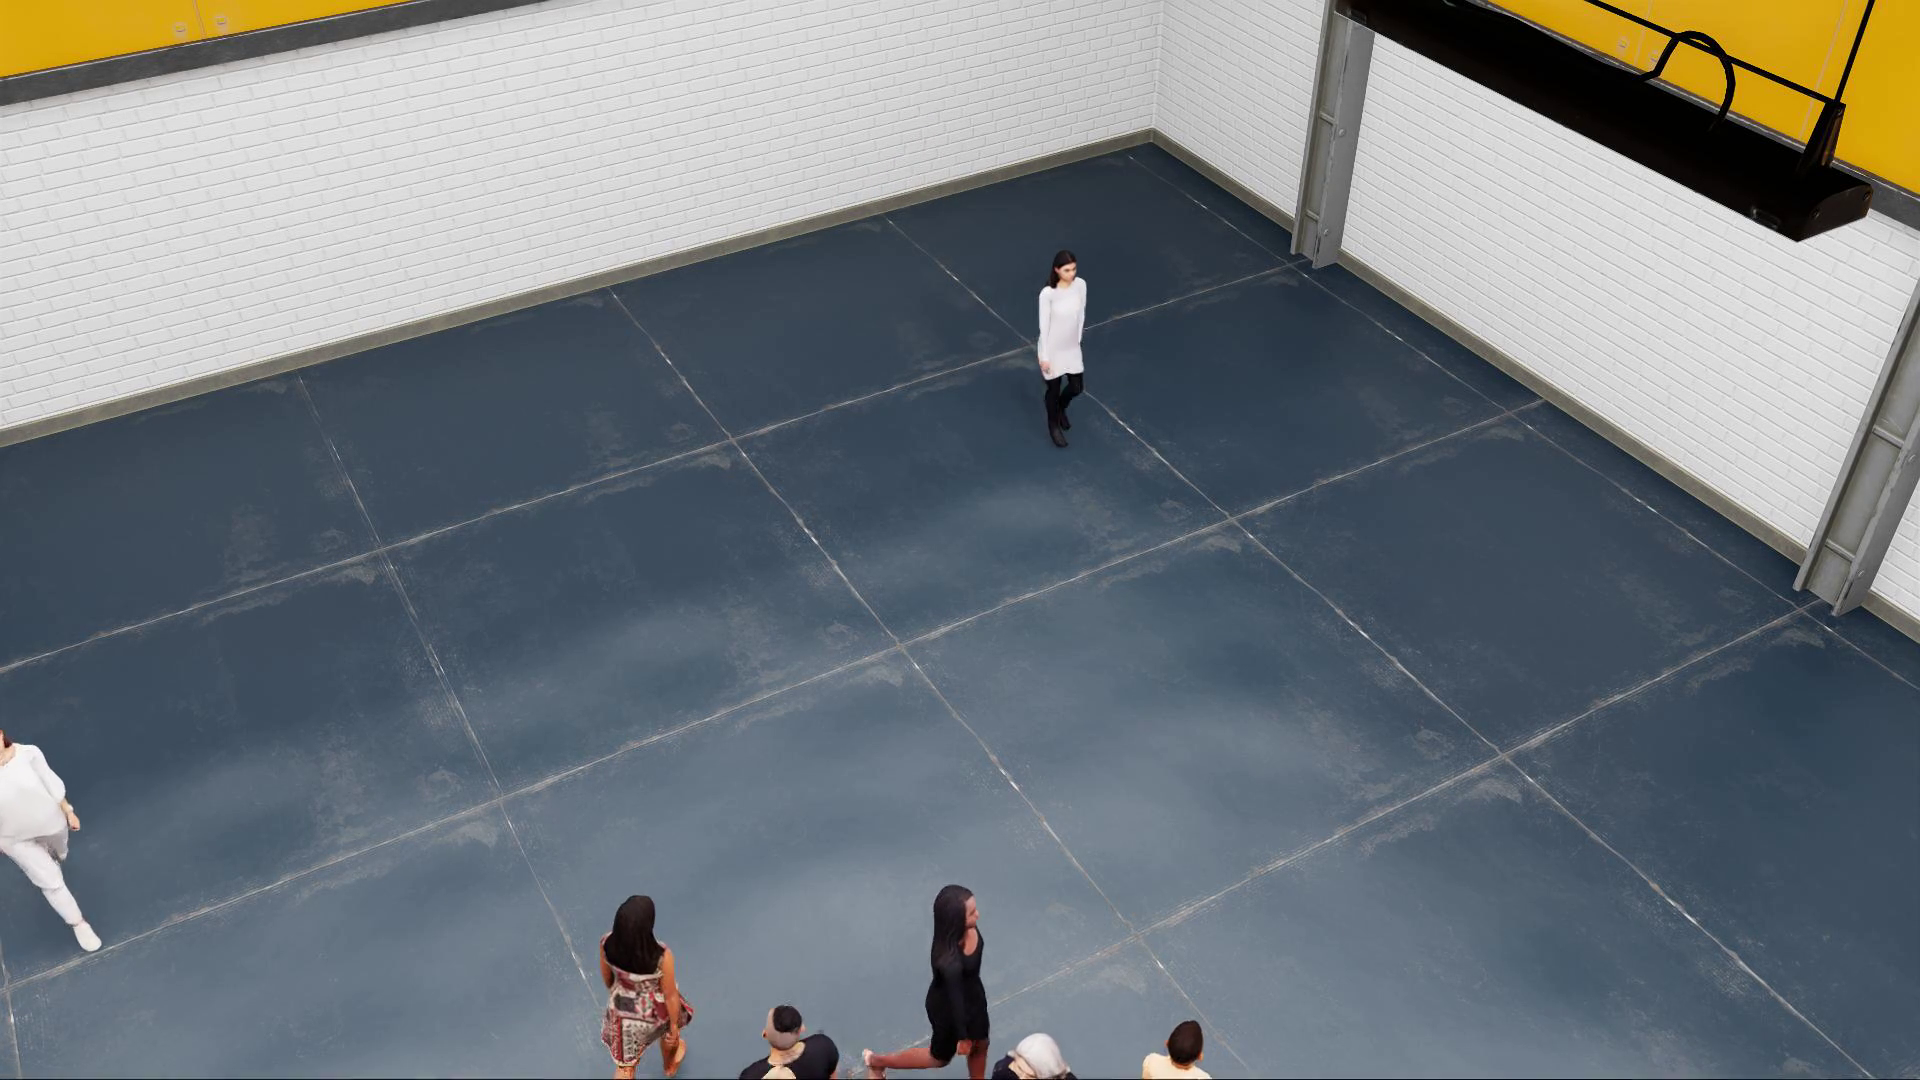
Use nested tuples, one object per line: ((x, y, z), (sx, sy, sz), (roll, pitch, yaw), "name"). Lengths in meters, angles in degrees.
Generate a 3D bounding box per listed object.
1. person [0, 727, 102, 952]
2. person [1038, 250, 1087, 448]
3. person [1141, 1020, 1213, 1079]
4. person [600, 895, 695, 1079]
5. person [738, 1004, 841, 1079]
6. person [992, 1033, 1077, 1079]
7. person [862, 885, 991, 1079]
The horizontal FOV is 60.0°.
((-5.440, 1.614, 9.688), (1.145, 1.657, 0.795), (32, 48, 33), "person")
((0.779, -1.599, 13.602), (0.631, 1.794, 0.661), (-17, 42, -20), "person")
((1.021, 2.913, 8.234), (0.889, 1.442, 0.946), (10, 40, 13), "person")
((-1.668, 2.496, 8.618), (1.047, 1.615, 1.162), (6, 39, 7), "person")
((-0.782, 2.818, 8.014), (0.721, 1.865, 0.608), (-26, 45, -29), "person")
((0.331, 2.911, 7.992), (0.696, 1.747, 0.755), (10, 40, 12), "person")
((-0.107, 2.411, 8.658), (1.112, 1.697, 1.072), (9, 39, 11), "person")
